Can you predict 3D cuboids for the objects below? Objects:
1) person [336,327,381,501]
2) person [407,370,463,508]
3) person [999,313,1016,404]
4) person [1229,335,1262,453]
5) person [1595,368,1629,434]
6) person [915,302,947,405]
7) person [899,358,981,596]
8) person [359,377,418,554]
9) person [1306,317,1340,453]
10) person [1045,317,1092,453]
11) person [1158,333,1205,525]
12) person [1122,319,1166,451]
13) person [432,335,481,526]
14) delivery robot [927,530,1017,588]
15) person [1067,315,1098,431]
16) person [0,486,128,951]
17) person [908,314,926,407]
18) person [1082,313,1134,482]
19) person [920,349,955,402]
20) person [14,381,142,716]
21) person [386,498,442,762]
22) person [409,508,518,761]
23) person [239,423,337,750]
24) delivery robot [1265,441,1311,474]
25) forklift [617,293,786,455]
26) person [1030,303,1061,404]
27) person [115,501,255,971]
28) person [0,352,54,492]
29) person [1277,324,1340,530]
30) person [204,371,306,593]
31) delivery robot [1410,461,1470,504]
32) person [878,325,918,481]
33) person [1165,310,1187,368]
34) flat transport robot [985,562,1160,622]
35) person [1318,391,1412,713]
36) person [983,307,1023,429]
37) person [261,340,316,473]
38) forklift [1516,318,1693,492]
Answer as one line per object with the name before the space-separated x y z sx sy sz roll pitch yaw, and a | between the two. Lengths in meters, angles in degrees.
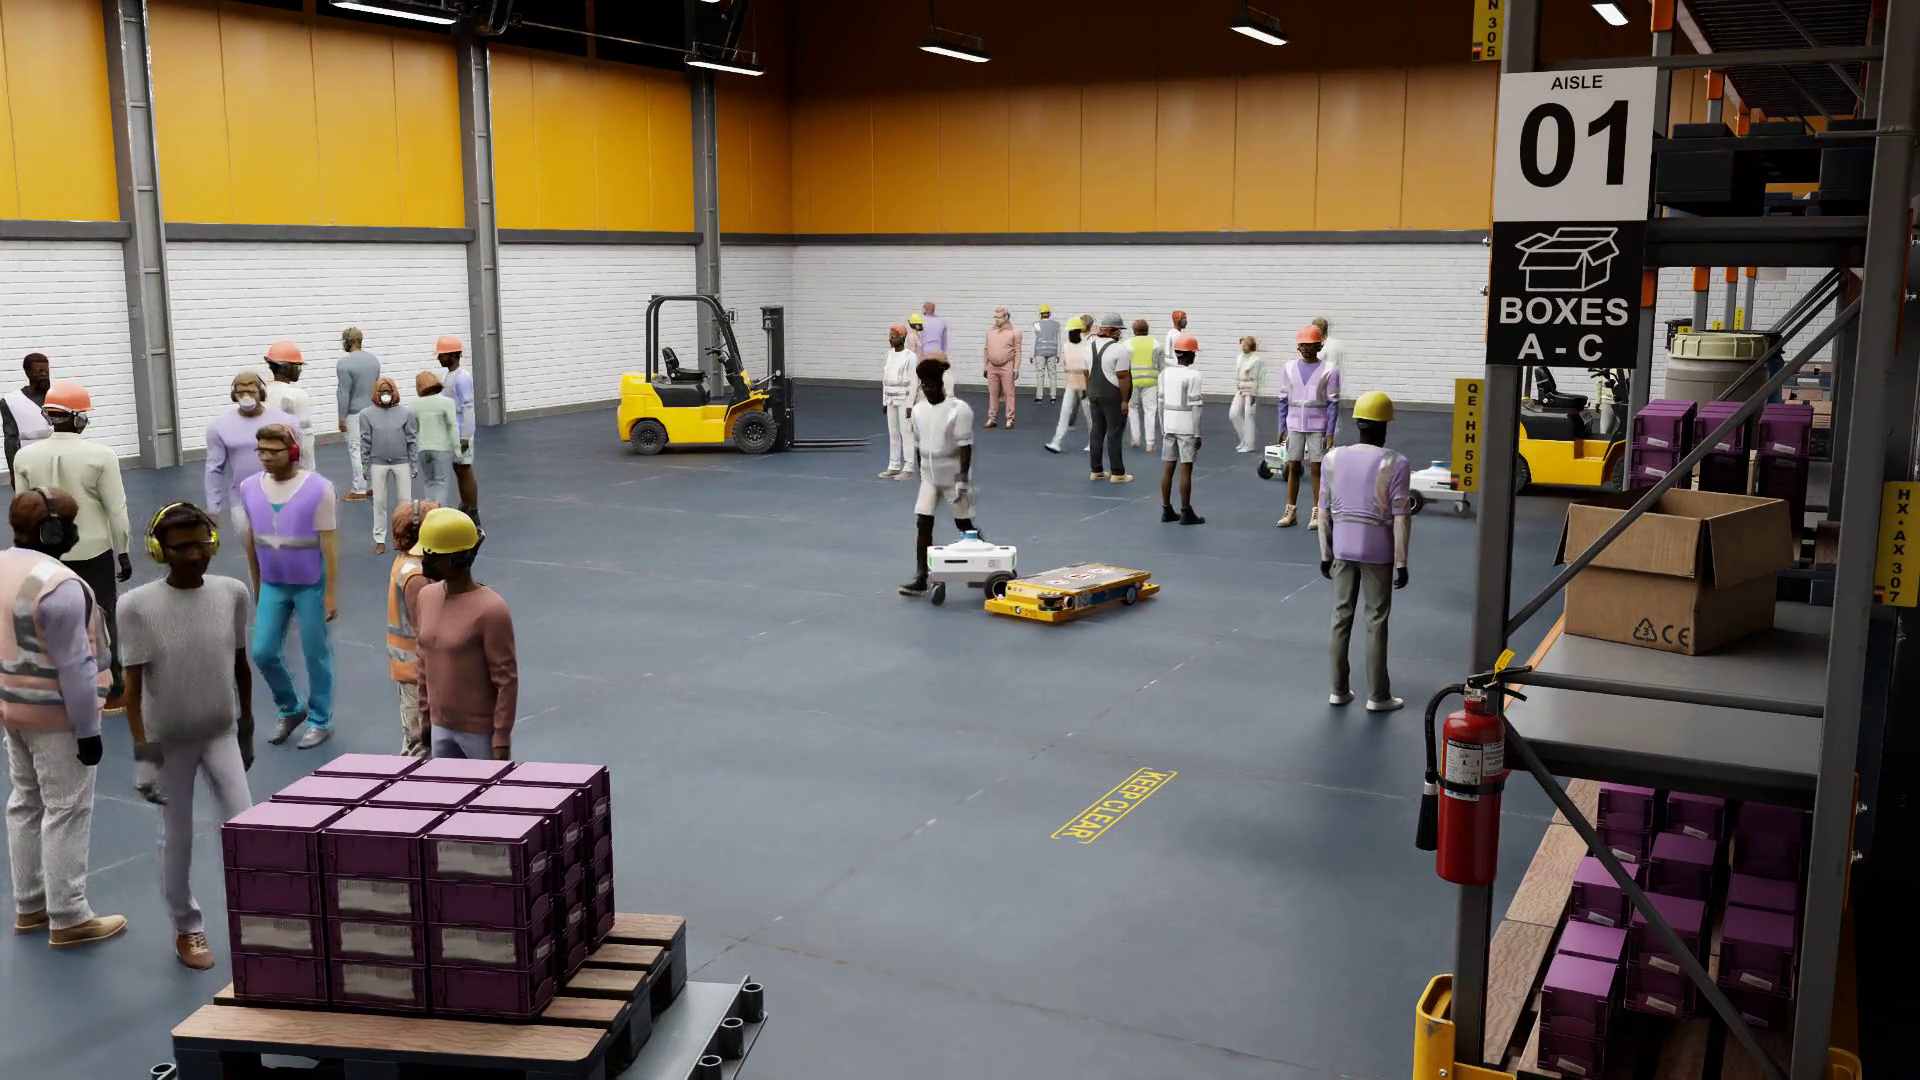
person | -6.663 -1.390 18.455 0.364 1.934 0.633 4 10 20
person | -5.132 -0.839 16.204 0.565 1.612 0.449 2 10 13
person | 0.798 -3.313 30.253 0.538 1.697 0.320 5 11 27
person | 3.932 -1.999 22.837 0.366 1.621 0.531 -5 11 -26
person | 8.254 -1.753 20.827 0.588 1.833 0.404 4 11 21
person | -0.590 -3.305 29.691 0.679 1.864 0.932 -4 11 -24
person | -0.097 -0.513 13.455 0.645 1.935 0.934 7 12 34
person | -5.215 -0.681 15.220 0.502 1.627 0.277 -3 10 -17
person | 4.651 -1.942 21.694 0.757 1.906 0.665 -3 10 -18
person | 1.597 -2.120 22.851 0.601 1.866 1.015 9 13 41
person | 2.258 -1.126 16.893 0.379 1.938 0.547 -8 13 -39
person | 2.556 -2.169 23.277 0.695 1.815 0.731 0 10 1
person | -5.061 -1.087 16.676 0.378 1.932 0.551 -6 11 -31
delivery robot | 0.089 0.168 13.126 0.707 0.478 0.477 0 10 0
person | 1.995 -2.580 25.717 0.944 1.805 0.524 -4 10 -20
person | -3.606 0.698 6.635 0.628 1.837 0.430 7 12 35
person | -0.707 -2.783 26.980 0.316 1.767 0.535 1 10 8
person | 1.825 -1.722 20.044 0.536 2.000 0.681 -8 12 -38
person | -0.243 -1.437 19.601 0.544 1.621 0.359 9 13 43
person | -5.233 0.058 9.871 0.619 1.992 0.396 -1 10 -4
person | -2.455 0.625 7.616 0.306 1.640 0.522 -4 11 -24
person | -1.965 0.741 6.588 0.526 1.765 0.329 7 12 33
person | -3.680 0.258 9.200 0.582 1.827 0.450 1 10 7
delivery robot | 4.038 -1.044 20.145 0.707 0.478 0.477 -7 12 -33
forklift | -3.588 -2.317 23.042 2.313 2.155 1.214 -1 10 -5
person | 1.554 -3.403 30.372 0.589 1.834 0.403 -2 10 -13
person | -2.806 0.782 6.178 0.518 1.831 0.843 -9 13 -41
person | -7.686 -0.609 13.946 0.392 1.922 0.589 7 12 34
person | 3.454 -1.123 16.569 0.608 2.044 0.373 5 11 29
person | -4.992 -0.226 11.759 0.661 1.906 0.882 -2 10 -11
delivery robot | 5.013 -0.591 17.522 0.707 0.478 0.477 4 11 21
person | -0.744 -1.660 20.147 0.355 1.882 0.576 -9 13 -41
person | 3.296 -2.546 25.291 0.369 1.880 0.572 -1 10 -4
flat transport robot | 0.892 0.388 12.948 0.652 0.197 1.431 8 13 39
person | 2.436 0.069 10.002 0.588 1.928 0.384 9 13 41
person | 0.642 -2.683 26.017 0.639 1.901 0.406 5 11 26
person | -5.471 -0.603 13.568 0.611 2.038 0.394 5 11 26
forklift | 7.066 -1.601 18.899 2.313 2.155 1.214 5 11 27
